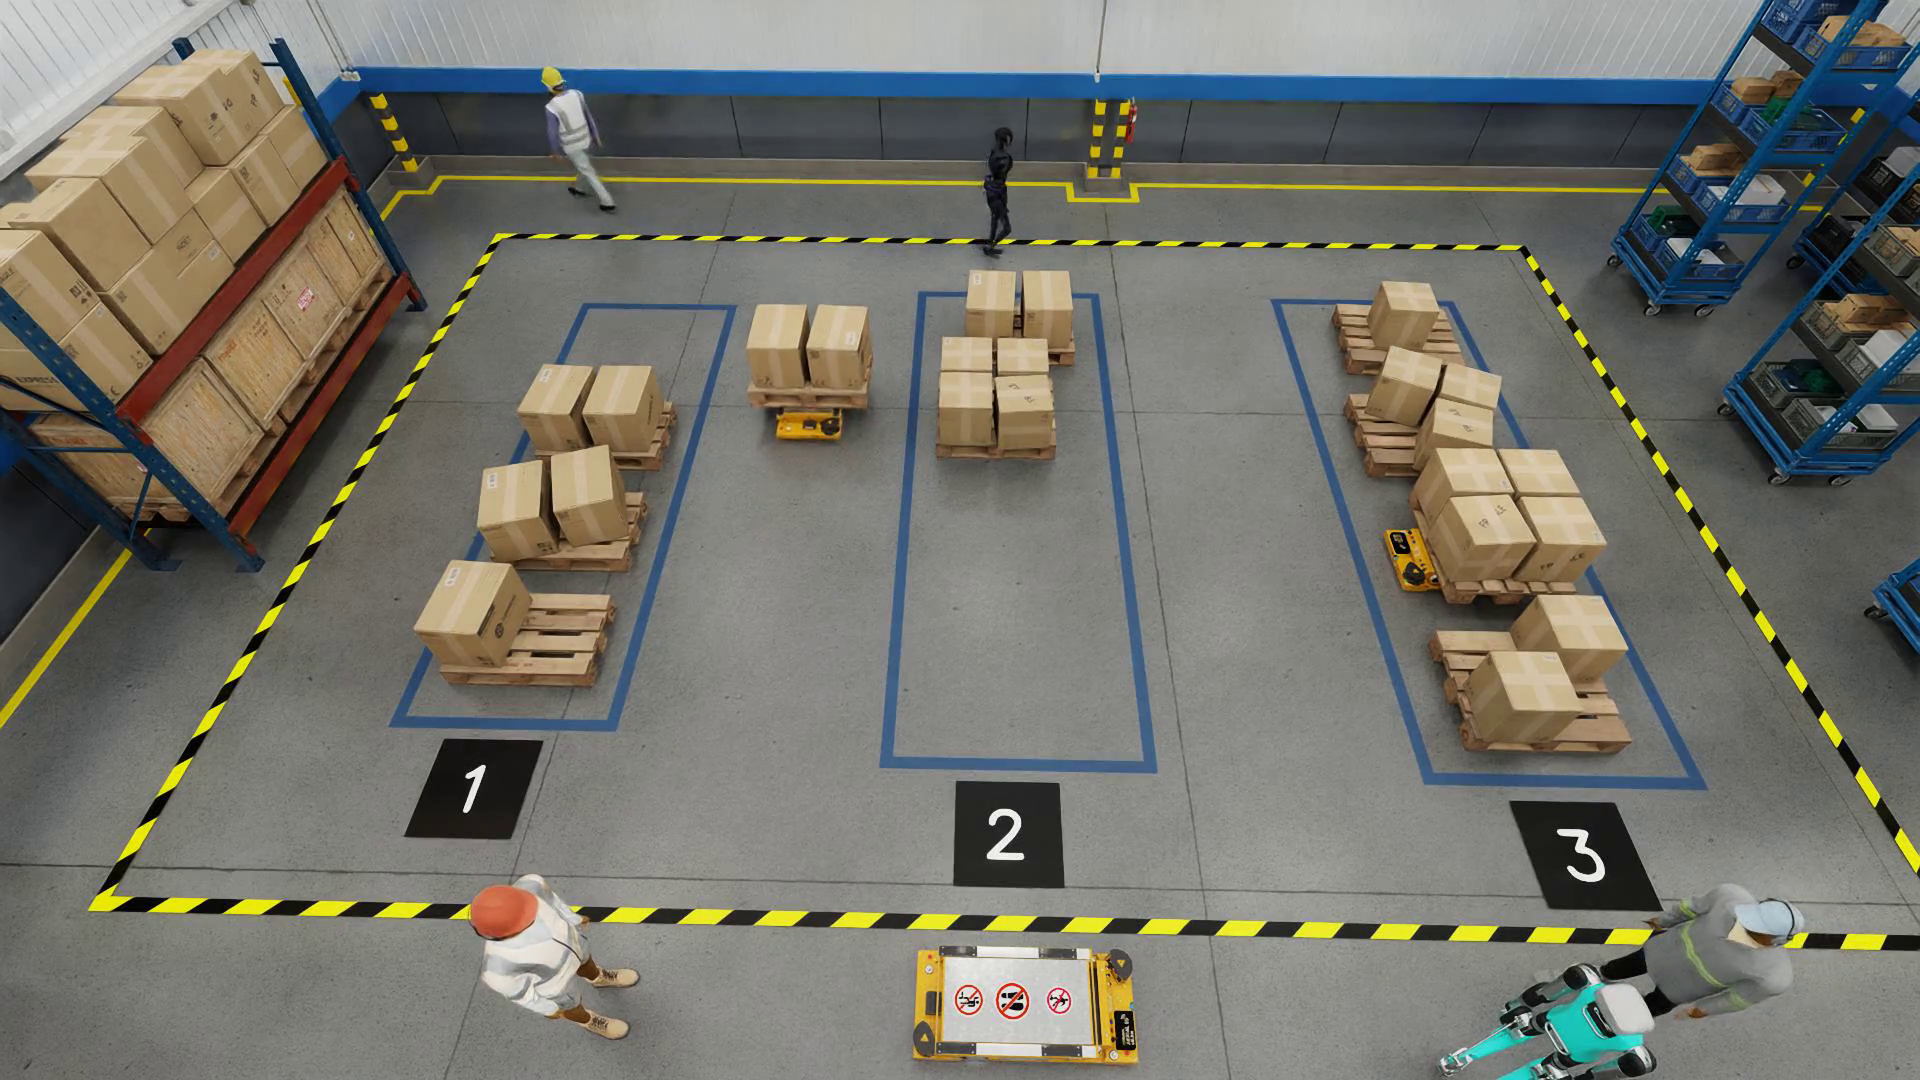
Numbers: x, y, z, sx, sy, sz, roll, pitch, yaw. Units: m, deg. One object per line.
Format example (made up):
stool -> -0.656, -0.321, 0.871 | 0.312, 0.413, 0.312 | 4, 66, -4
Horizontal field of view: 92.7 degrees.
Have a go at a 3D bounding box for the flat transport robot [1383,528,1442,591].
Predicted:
flat transport robot -> 4.689, 0.155, 8.342 | 1.431, 0.197, 0.652 | 1, 51, 1

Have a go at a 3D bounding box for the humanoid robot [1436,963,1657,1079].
humanoid robot -> 3.093, 2.873, 5.111 | 0.735, 1.675, 0.533 | -11, 52, -9

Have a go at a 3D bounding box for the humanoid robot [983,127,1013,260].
humanoid robot -> 0.451, -4.128, 10.944 | 0.336, 1.646, 0.609 | -9, 51, -7

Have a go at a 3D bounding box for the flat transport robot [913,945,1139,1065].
flat transport robot -> 0.422, 3.041, 6.007 | 1.431, 0.231, 0.659 | 1, 51, 1

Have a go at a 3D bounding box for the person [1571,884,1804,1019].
person -> 4.290, 2.498, 5.428 | 0.396, 1.850, 0.597 | -1, 51, -1

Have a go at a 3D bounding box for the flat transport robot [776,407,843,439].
flat transport robot -> -1.546, -1.649, 9.812 | 0.652, 0.197, 1.431 | 1, 51, 1

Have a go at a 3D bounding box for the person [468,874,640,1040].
person -> -2.340, 2.446, 5.346 | 0.366, 2.048, 0.606 | 0, 51, 0

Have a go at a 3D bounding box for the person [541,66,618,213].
person -> -4.897, -5.069, 11.639 | 0.933, 1.786, 0.627 | 21, 54, 16
